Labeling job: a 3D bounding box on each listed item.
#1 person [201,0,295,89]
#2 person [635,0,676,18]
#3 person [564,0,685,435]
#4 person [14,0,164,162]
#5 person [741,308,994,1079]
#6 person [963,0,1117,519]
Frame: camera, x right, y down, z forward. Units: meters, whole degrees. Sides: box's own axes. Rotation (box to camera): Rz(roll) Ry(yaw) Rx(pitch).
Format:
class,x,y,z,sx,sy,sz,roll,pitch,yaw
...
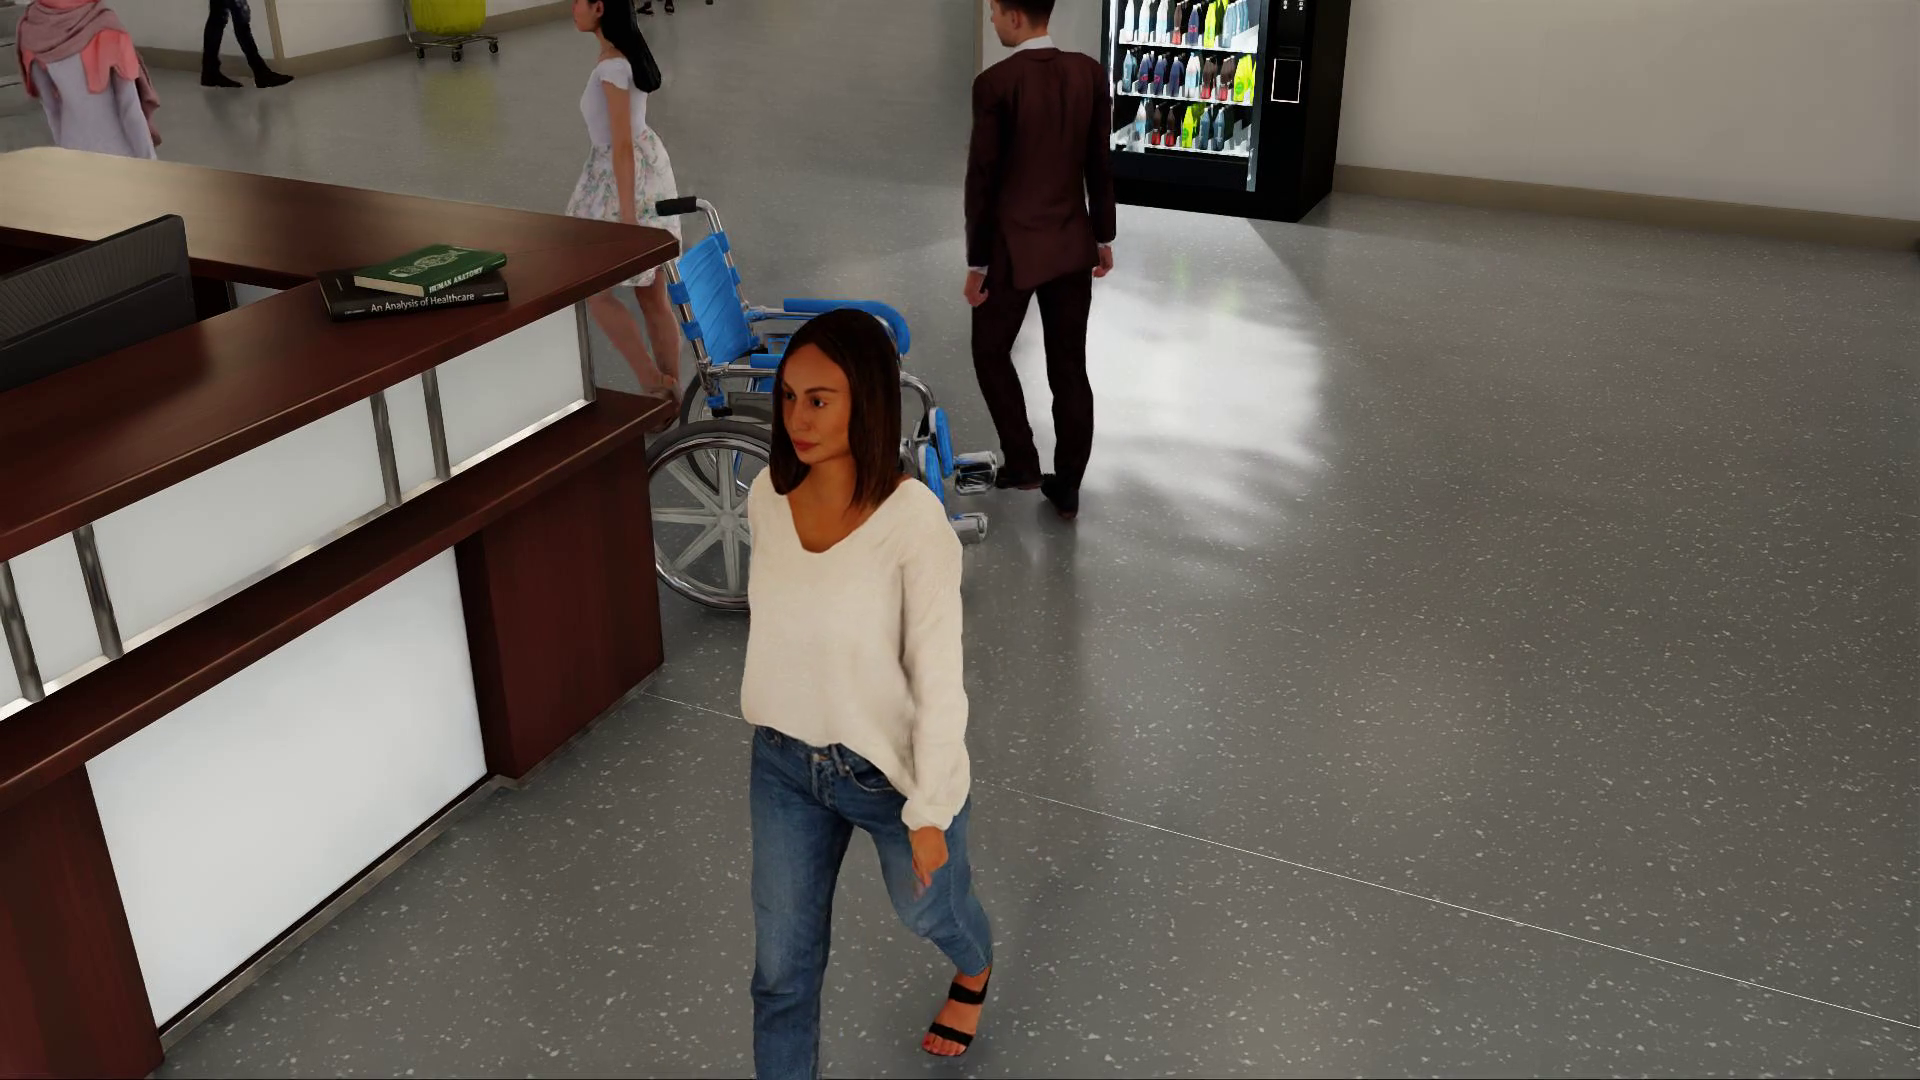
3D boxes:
class,x,y,z,sx,sy,sz,roll,pitch,yaw
person,-5.698,-4.352,12.558,1.141,1.867,0.998,0,26,1
person,-3.026,-6.043,16.120,0.748,1.818,0.755,-14,29,-27
person,-1.128,-1.214,6.166,0.773,1.765,0.735,2,26,4
person,-3.450,-1.448,6.636,1.148,1.779,0.983,1,26,2
person,-0.121,0.392,2.976,1.005,1.643,0.766,16,30,29
person,0.281,-0.925,5.472,0.885,1.849,0.927,-10,27,-19
